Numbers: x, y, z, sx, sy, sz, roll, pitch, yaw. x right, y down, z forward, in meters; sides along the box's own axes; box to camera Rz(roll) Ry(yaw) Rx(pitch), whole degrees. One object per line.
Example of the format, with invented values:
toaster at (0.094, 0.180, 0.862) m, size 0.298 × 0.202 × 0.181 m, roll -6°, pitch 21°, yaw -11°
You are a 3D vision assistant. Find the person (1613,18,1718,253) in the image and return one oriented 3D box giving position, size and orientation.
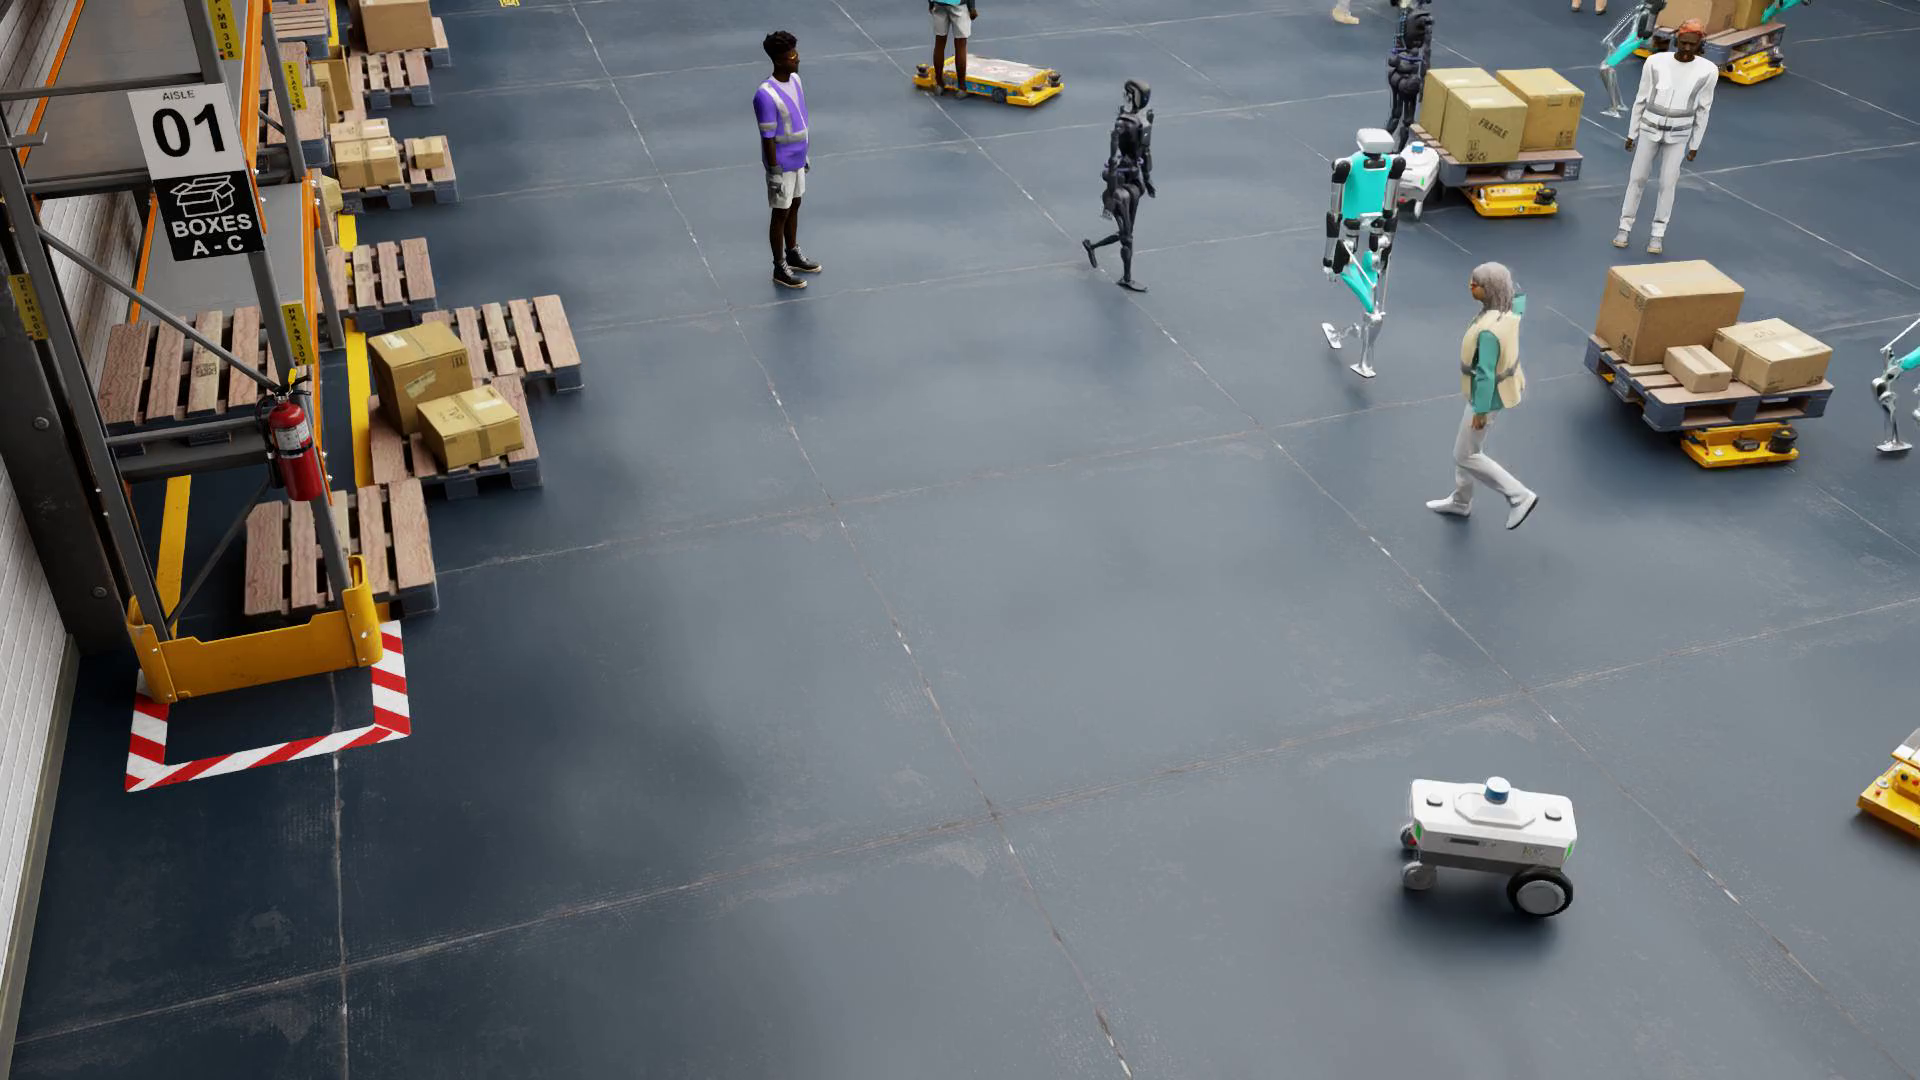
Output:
person at (5.662, -3.242, 13.360) m, size 0.573 × 1.880 × 0.361 m, roll 16°, pitch 36°, yaw 22°

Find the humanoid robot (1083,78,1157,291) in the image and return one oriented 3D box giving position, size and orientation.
humanoid robot at (1.218, -2.778, 12.844) m, size 0.667 × 1.632 × 0.608 m, roll 22°, pitch 39°, yaw 30°

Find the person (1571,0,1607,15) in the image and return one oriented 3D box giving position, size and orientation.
person at (7.443, -6.957, 19.250) m, size 0.461 × 1.667 × 0.390 m, roll 18°, pitch 37°, yaw 25°

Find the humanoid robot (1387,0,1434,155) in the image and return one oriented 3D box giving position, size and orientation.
humanoid robot at (4.090, -4.251, 15.093) m, size 0.341 × 1.650 × 0.608 m, roll -8°, pitch 34°, yaw -12°

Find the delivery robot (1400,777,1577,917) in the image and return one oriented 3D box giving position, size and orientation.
delivery robot at (2.393, 1.331, 7.547) m, size 0.772 × 0.586 × 0.499 m, roll 6°, pitch 34°, yaw 9°

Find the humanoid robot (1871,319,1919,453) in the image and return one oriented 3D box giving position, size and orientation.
humanoid robot at (6.150, -1.253, 10.450) m, size 0.736 × 1.794 × 0.539 m, roll -7°, pitch 34°, yaw -11°

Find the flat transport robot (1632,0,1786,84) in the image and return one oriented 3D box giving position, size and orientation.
flat transport robot at (7.997, -5.200, 17.834) m, size 0.659 × 0.231 × 1.431 m, roll -23°, pitch 40°, yaw -31°

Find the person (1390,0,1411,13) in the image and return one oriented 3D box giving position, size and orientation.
person at (5.262, -7.036, 19.217) m, size 0.582 × 1.827 × 0.467 m, roll 20°, pitch 38°, yaw 28°

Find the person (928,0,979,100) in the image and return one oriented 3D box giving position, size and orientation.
person at (-0.097, -5.372, 16.569) m, size 0.552 × 1.941 × 0.423 m, roll 18°, pitch 37°, yaw 26°

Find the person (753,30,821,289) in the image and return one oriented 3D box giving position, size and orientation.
person at (-1.329, -2.929, 12.799) m, size 0.368 × 1.966 × 0.605 m, roll 10°, pitch 35°, yaw 15°

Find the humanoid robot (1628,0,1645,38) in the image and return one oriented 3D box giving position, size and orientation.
humanoid robot at (7.599, -6.212, 18.051) m, size 0.545 × 1.808 × 0.697 m, roll 20°, pitch 38°, yaw 28°

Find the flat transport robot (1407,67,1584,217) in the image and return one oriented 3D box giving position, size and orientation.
flat transport robot at (4.718, -3.241, 14.829) m, size 0.659 × 0.231 × 1.431 m, roll -4°, pitch 33°, yaw -6°

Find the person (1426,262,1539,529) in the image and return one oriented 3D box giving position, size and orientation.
person at (3.172, -0.816, 9.810) m, size 0.561 × 1.694 × 0.476 m, roll 13°, pitch 35°, yaw 20°

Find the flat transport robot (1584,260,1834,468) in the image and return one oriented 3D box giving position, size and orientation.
flat transport robot at (4.989, -0.933, 11.289) m, size 0.659 × 0.231 × 1.431 m, roll -6°, pitch 34°, yaw -8°

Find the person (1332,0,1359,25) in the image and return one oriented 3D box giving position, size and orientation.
person at (4.509, -6.761, 18.784) m, size 0.425 × 1.860 × 0.462 m, roll 17°, pitch 37°, yaw 24°

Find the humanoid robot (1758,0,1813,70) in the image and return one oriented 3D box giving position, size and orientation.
humanoid robot at (8.600, -5.770, 17.348) m, size 0.530 × 1.781 × 0.675 m, roll -11°, pitch 35°, yaw -17°

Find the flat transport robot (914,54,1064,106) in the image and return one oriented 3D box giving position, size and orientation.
flat transport robot at (0.294, -4.756, 17.153) m, size 1.431 × 0.231 × 0.659 m, roll 19°, pitch 38°, yaw 26°

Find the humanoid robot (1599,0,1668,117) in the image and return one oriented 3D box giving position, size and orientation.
humanoid robot at (6.546, -5.023, 16.209) m, size 0.660 × 1.794 × 0.531 m, roll 10°, pitch 34°, yaw 15°

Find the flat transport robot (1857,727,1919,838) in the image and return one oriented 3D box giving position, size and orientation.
flat transport robot at (5.075, 1.098, 8.174) m, size 1.431 × 0.231 × 0.659 m, roll -26°, pitch 41°, yaw -33°

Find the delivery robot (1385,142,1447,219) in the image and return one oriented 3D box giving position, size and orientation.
delivery robot at (3.936, -3.167, 14.426) m, size 0.499 × 0.563 × 0.738 m, roll 15°, pitch 36°, yaw 21°

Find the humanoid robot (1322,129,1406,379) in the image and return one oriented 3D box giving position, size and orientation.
humanoid robot at (2.825, -1.892, 11.432) m, size 0.550 × 1.748 × 1.033 m, roll -9°, pitch 34°, yaw -14°
